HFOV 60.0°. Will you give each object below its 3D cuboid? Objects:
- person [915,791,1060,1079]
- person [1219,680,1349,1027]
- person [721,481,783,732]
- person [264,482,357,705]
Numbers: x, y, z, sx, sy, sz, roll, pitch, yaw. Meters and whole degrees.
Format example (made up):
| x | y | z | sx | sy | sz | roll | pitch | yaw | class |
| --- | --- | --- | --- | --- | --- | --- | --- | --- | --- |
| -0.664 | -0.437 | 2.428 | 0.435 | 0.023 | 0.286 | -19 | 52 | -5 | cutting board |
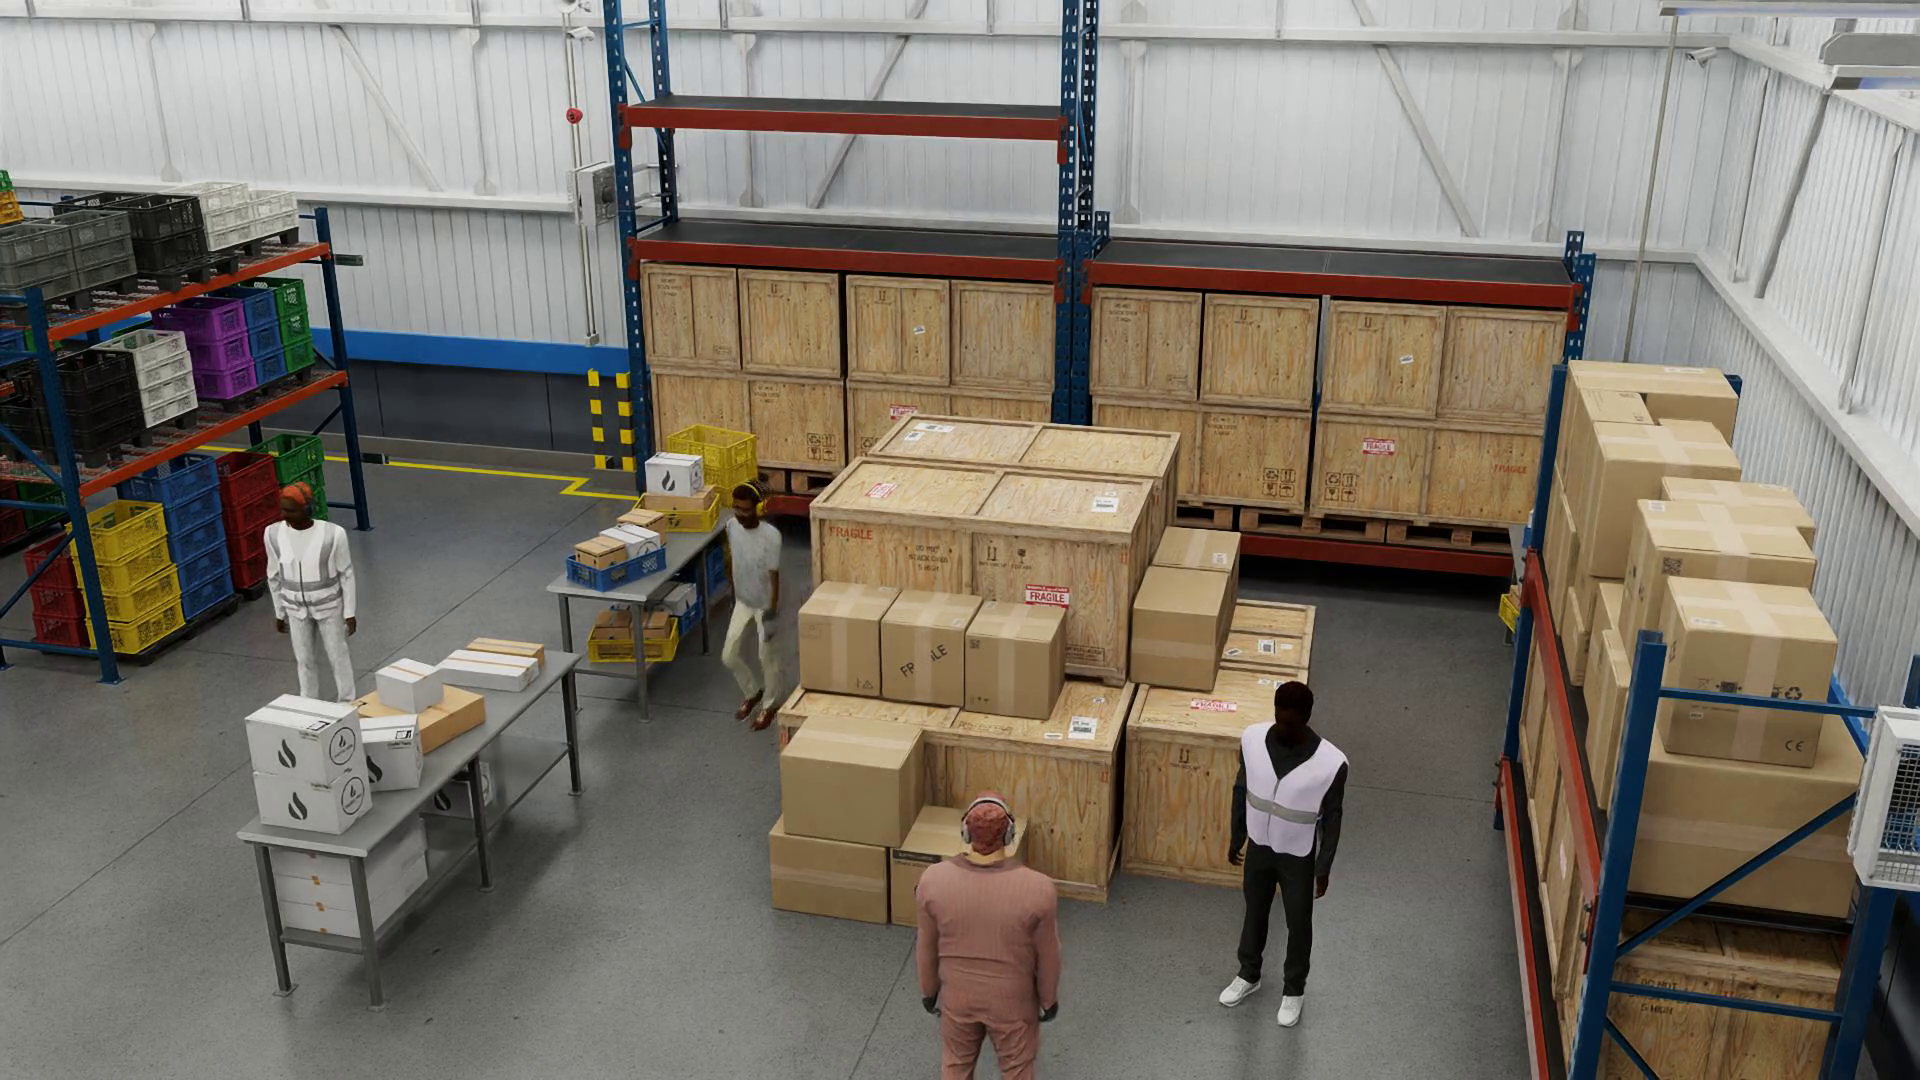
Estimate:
| x | y | z | sx | sy | sz | roll | pitch | yaw | class |
| --- | --- | --- | --- | --- | --- | --- | --- | --- | --- |
| 0.130 | 2.007 | 7.503 | 0.650 | 1.900 | 0.401 | 5 | 22 | 14 | person |
| 1.666 | 1.585 | 8.575 | 0.592 | 1.917 | 0.392 | 13 | 25 | 31 | person |
| -1.445 | 0.469 | 11.583 | 0.516 | 1.847 | 0.444 | 11 | 24 | 27 | person |
| -4.457 | 0.488 | 11.490 | 0.575 | 1.882 | 0.361 | 0 | 21 | 0 | person |
